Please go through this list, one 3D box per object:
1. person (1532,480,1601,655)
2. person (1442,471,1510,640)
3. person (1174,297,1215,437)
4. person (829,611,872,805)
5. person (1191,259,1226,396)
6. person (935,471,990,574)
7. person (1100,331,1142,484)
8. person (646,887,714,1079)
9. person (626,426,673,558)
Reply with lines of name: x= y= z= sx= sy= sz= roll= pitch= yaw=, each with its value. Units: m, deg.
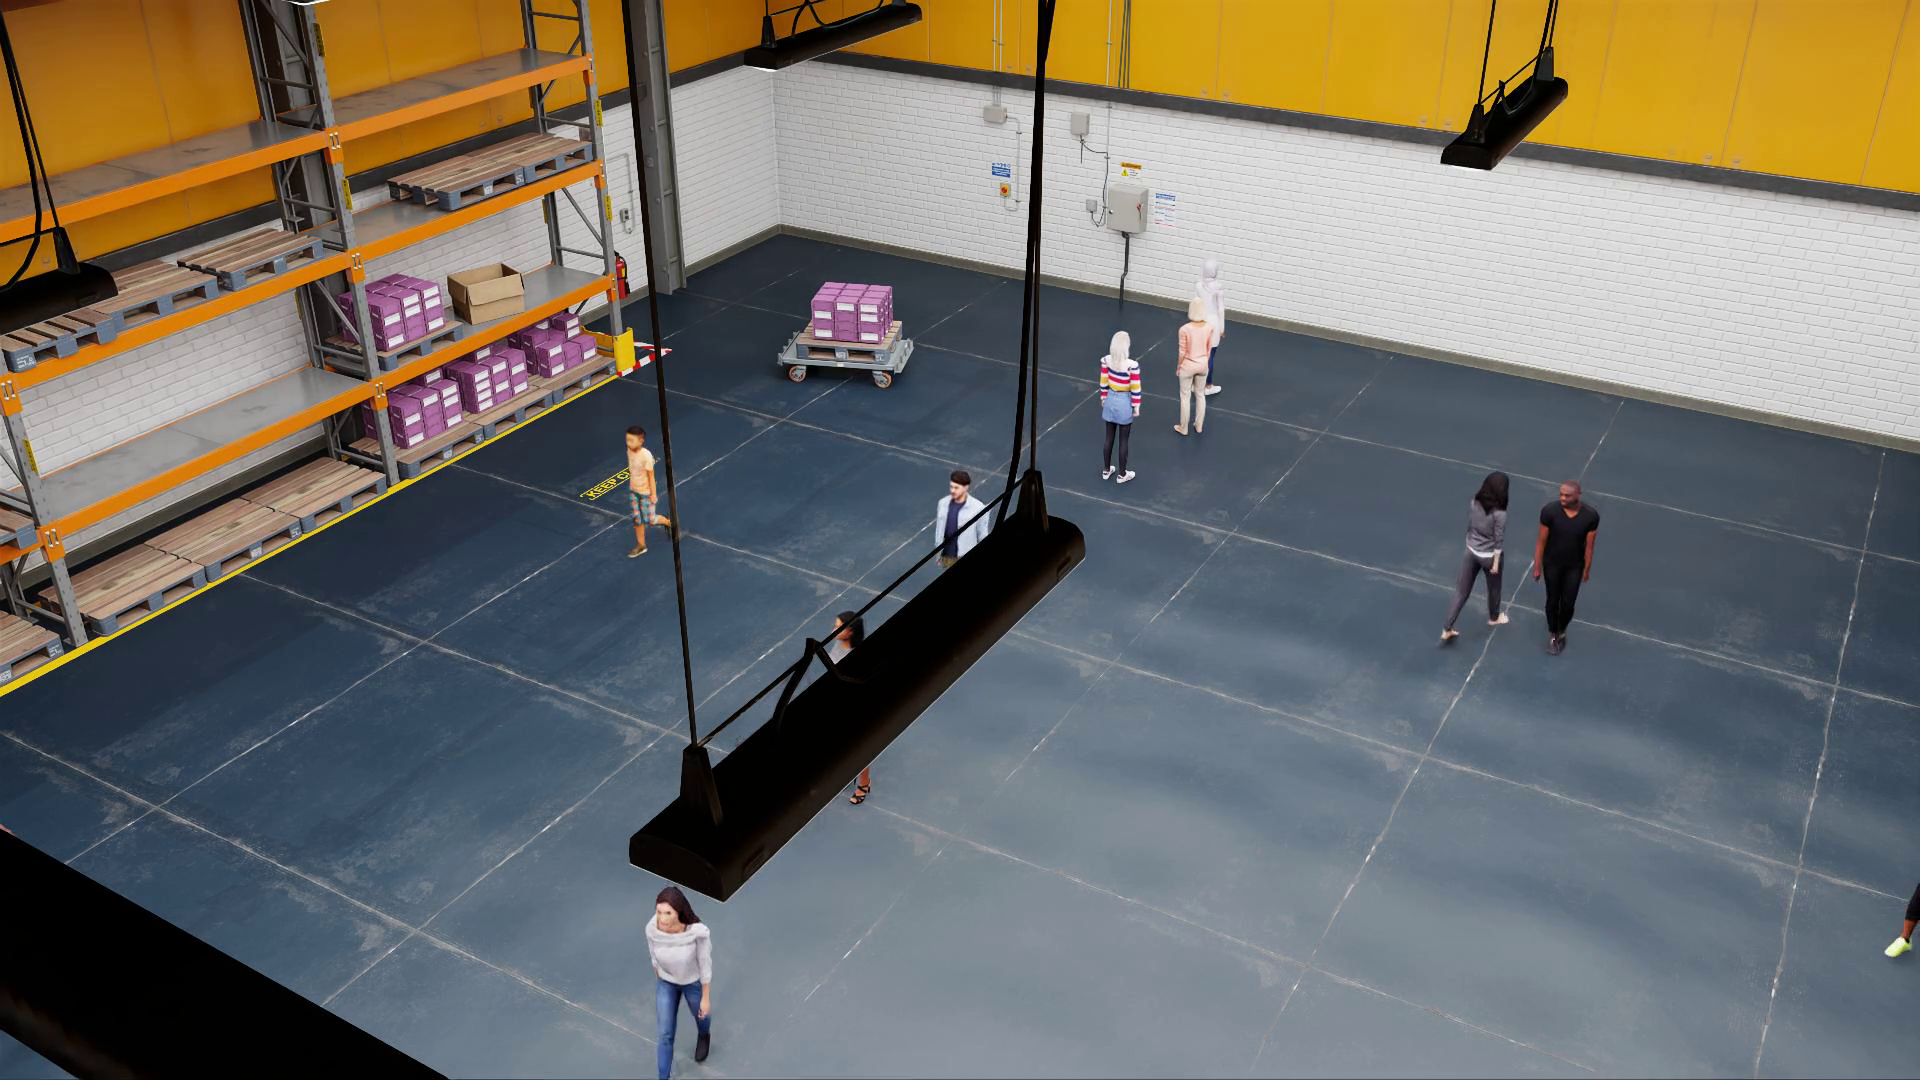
person: x=5.688 y=0.213 z=15.683 sx=0.723 sy=1.799 sz=0.684 roll=9 pitch=30 yaw=17
person: x=4.897 y=0.198 z=15.798 sx=1.163 sy=1.715 sz=0.869 roll=-21 pitch=35 yaw=-33
person: x=2.810 y=-2.094 z=19.988 sx=0.667 sy=1.726 sz=0.739 roll=-9 pitch=30 yaw=-16
person: x=-0.890 y=1.356 z=13.607 sx=0.653 sy=1.781 sz=0.657 roll=-19 pitch=34 yaw=-30
person: x=3.132 y=-2.703 z=21.054 sx=0.656 sy=1.775 sz=0.600 roll=24 pitch=37 yaw=37
person: x=0.039 y=0.135 z=15.843 sx=0.678 sy=1.783 sz=1.113 roll=16 pitch=32 yaw=26
person: x=1.799 y=-1.523 z=18.856 sx=0.669 sy=1.809 sz=0.529 roll=18 pitch=34 yaw=30
person: x=-1.798 y=2.884 z=10.999 sx=0.850 sy=1.595 sz=1.079 roll=3 pitch=29 yaw=6
person: x=-3.274 y=-0.531 z=17.416 sx=0.567 sy=1.445 sz=0.834 roll=19 pitch=34 yaw=30
